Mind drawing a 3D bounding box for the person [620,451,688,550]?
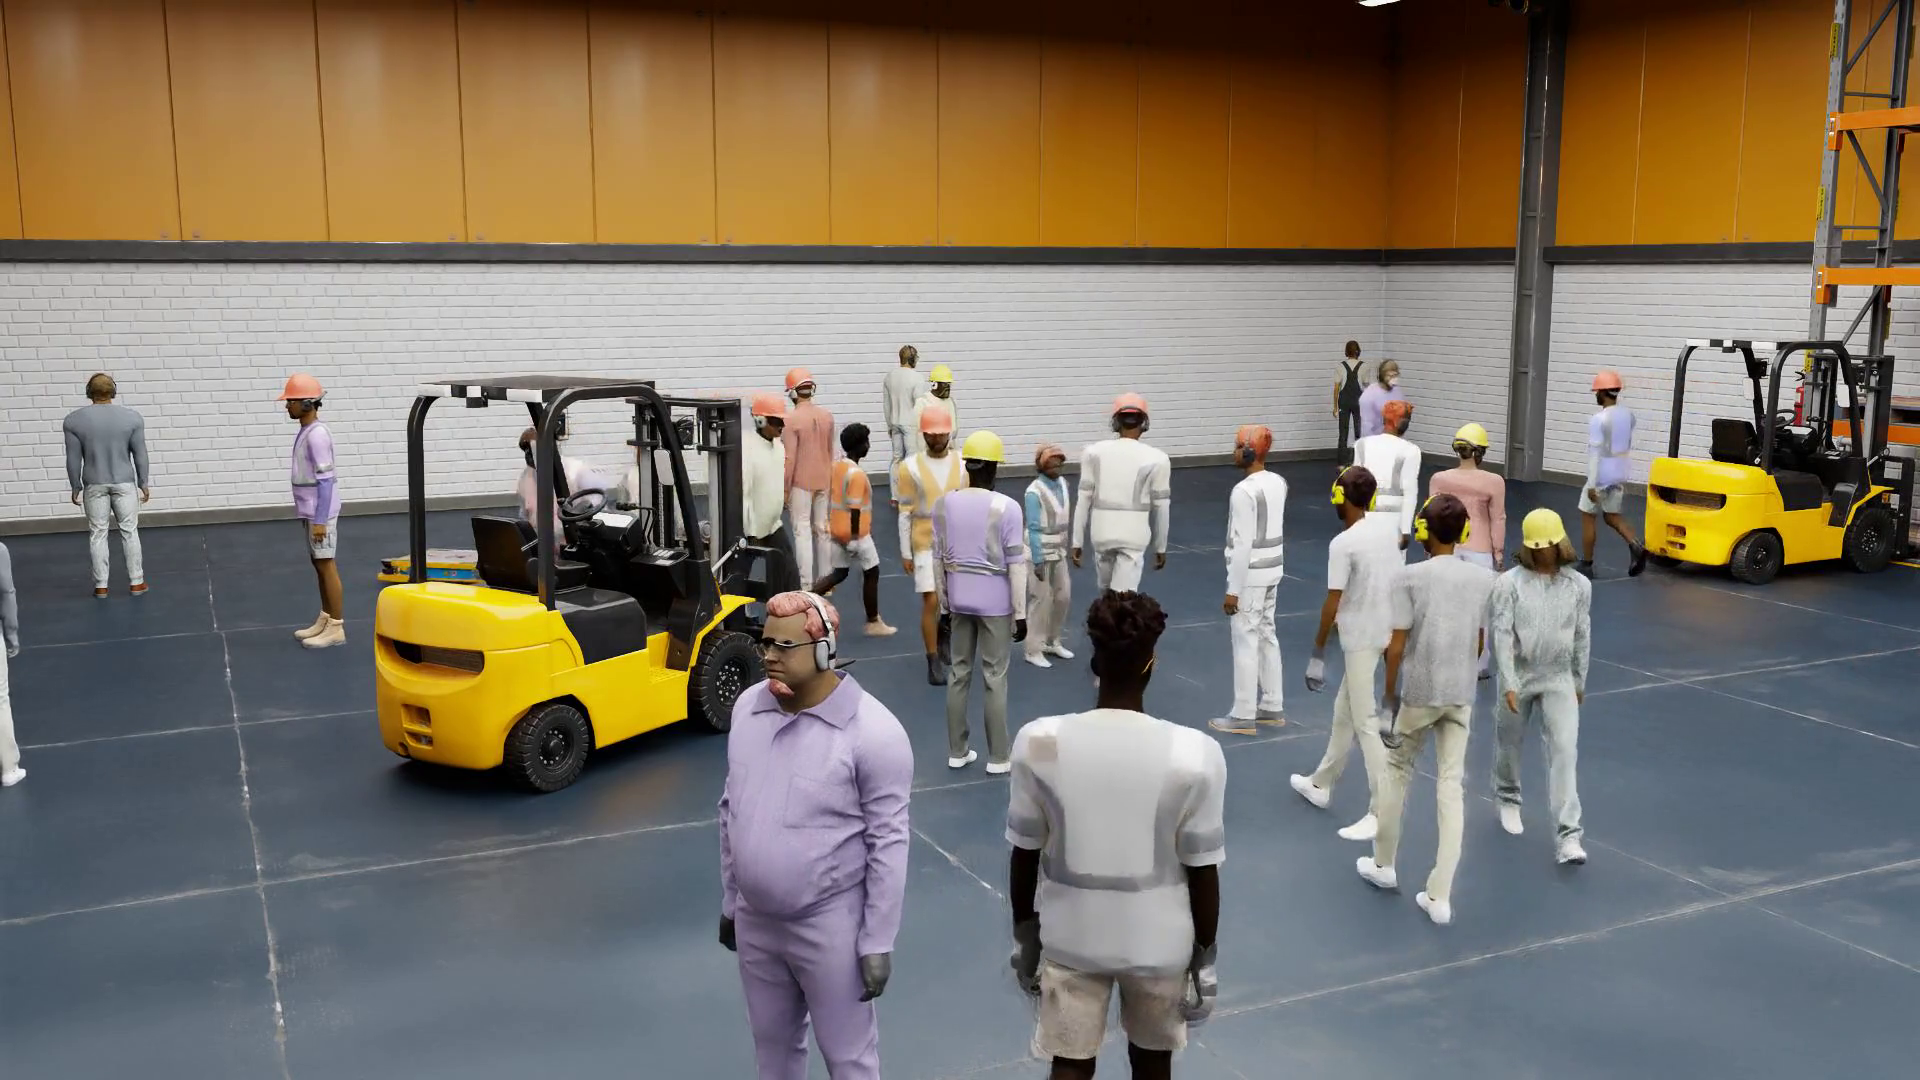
[{"bbox_3d":[-2.178,0.039,12.155,0.538,1.614,0.685,5,10,28],"label":"person"}]

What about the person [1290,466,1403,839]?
[{"bbox_3d":[1.907,0.543,8.390,0.821,1.822,0.625,7,12,39],"label":"person"}]

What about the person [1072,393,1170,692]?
[{"bbox_3d":[1.118,0.001,11.265,0.628,1.973,0.980,4,10,24],"label":"person"}]

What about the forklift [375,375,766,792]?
[{"bbox_3d":[-2.268,0.149,9.685,1.214,2.155,2.313,6,11,32],"label":"forklift"}]

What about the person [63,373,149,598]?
[{"bbox_3d":[-7.311,-0.468,14.301,0.635,1.939,0.361,-4,10,-24],"label":"person"}]

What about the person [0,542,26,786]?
[{"bbox_3d":[-5.350,0.544,8.964,0.498,1.634,0.281,-4,10,-26],"label":"person"}]

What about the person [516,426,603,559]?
[{"bbox_3d":[-2.619,0.089,11.315,0.665,1.792,0.824,3,10,17],"label":"person"}]

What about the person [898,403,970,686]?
[{"bbox_3d":[-0.148,0.018,11.339,0.566,1.918,0.512,-2,9,-14],"label":"person"}]

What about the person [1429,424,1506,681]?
[{"bbox_3d":[3.478,0.083,11.438,0.523,1.762,0.329,5,10,29],"label":"person"}]

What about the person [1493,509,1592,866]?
[{"bbox_3d":[2.784,0.682,7.969,0.489,1.675,0.963,1,9,4],"label":"person"}]

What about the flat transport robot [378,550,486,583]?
[{"bbox_3d":[-4.447,0.245,15.039,1.431,0.197,0.652,2,9,12],"label":"flat transport robot"}]

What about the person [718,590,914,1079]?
[{"bbox_3d":[-0.455,1.084,4.770,0.639,1.911,0.406,6,11,33],"label":"person"}]

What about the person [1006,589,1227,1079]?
[{"bbox_3d":[0.409,1.106,4.543,0.608,1.945,0.770,2,9,13],"label":"person"}]

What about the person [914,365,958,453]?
[{"bbox_3d":[-0.226,-0.931,17.554,0.599,1.824,0.403,-9,13,-44],"label":"person"}]

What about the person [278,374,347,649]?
[{"bbox_3d":[-4.826,-0.215,12.405,0.389,2.045,0.606,-5,10,-27],"label":"person"}]

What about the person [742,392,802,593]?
[{"bbox_3d":[-1.427,-0.103,12.100,1.042,1.932,0.632,4,10,26],"label":"person"}]

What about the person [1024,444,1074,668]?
[{"bbox_3d":[0.608,0.113,11.695,0.399,1.607,0.554,6,11,32],"label":"person"}]

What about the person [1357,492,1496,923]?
[{"bbox_3d":[2.062,0.703,7.364,0.528,1.827,0.821,-1,9,-4],"label":"person"}]

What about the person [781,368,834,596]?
[{"bbox_3d":[-1.325,-0.471,14.182,0.401,1.984,0.611,7,12,39],"label":"person"}]

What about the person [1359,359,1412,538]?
[{"bbox_3d":[4.406,-0.939,17.363,0.648,1.895,0.789,-5,11,-31],"label":"person"}]

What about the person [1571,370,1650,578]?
[{"bbox_3d":[5.890,-0.568,15.006,0.569,1.917,0.705,-5,10,-27],"label":"person"}]

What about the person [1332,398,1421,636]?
[{"bbox_3d":[3.134,-0.129,12.519,0.581,1.854,0.761,9,13,44],"label":"person"}]

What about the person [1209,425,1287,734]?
[{"bbox_3d":[1.777,0.248,10.092,0.461,1.887,0.587,6,11,33],"label":"person"}]

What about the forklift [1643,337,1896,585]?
[{"bbox_3d":[7.551,-0.789,15.507,2.313,2.155,1.214,-4,10,-25],"label":"forklift"}]

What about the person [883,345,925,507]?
[{"bbox_3d":[-0.633,-1.338,19.702,0.635,1.937,0.353,8,12,41],"label":"person"}]

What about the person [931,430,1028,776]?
[{"bbox_3d":[0.119,0.350,9.265,0.587,1.926,0.366,5,11,30],"label":"person"}]

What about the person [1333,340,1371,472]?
[{"bbox_3d":[5.475,-1.866,23.280,0.506,1.843,0.351,2,9,12],"label":"person"}]

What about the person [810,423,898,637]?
[{"bbox_3d":[-0.892,-0.064,12.633,0.765,1.665,0.526,-4,10,-26],"label":"person"}]

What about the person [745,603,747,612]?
[{"bbox_3d":[-1.836,-0.115,13.189,0.394,1.611,0.534,-2,9,-13],"label":"person"}]
